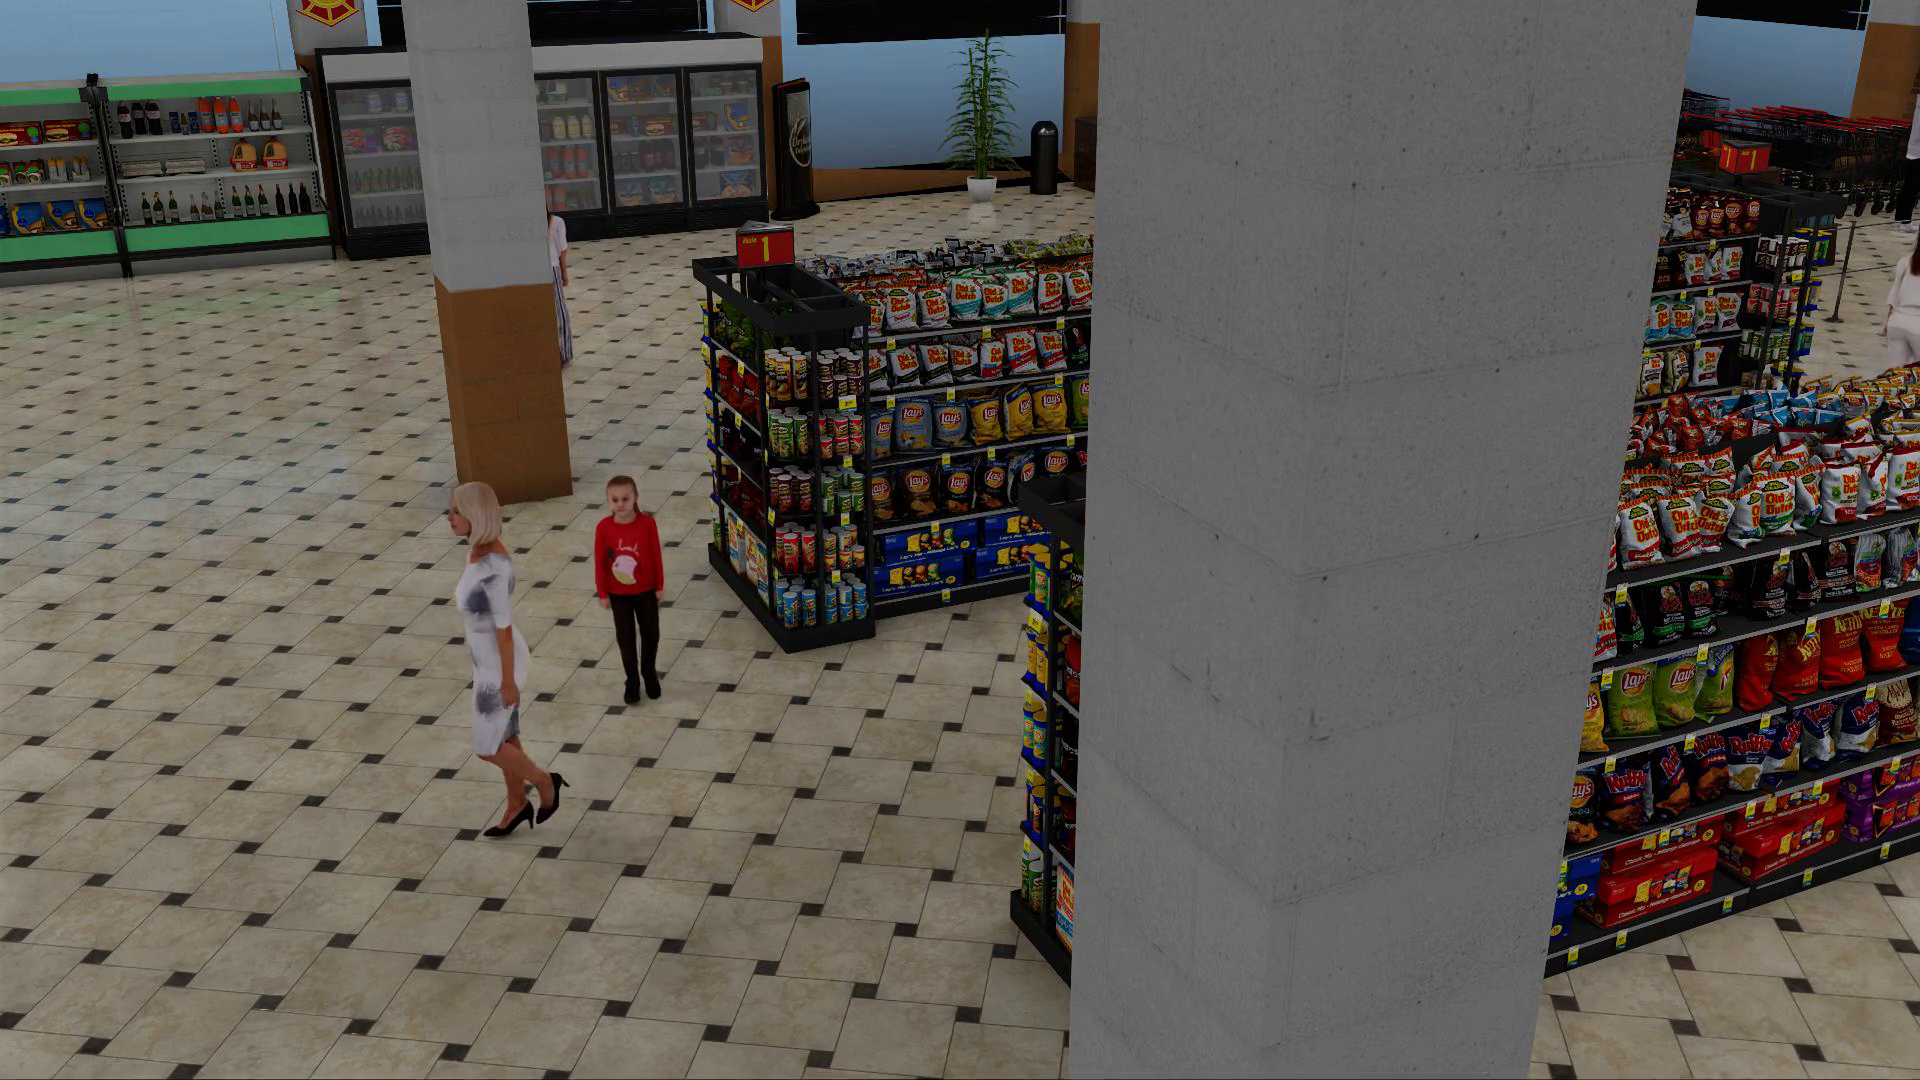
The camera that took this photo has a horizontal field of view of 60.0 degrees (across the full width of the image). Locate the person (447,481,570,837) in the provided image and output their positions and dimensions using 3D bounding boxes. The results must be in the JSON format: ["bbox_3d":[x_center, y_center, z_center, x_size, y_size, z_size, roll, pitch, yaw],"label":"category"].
[{"bbox_3d":[-2.010,0.556,7.507,0.641,1.739,0.588,-11,24,-26],"label":"person"}]

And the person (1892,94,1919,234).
[{"bbox_3d":[11.887,-4.798,20.575,0.795,1.930,0.781,3,22,8],"label":"person"}]

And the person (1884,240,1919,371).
[{"bbox_3d":[7.510,-1.668,13.124,0.703,1.678,0.721,17,27,36],"label":"person"}]

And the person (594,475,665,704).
[{"bbox_3d":[-1.757,0.246,8.904,0.505,1.274,0.610,-4,22,-11],"label":"person"}]
